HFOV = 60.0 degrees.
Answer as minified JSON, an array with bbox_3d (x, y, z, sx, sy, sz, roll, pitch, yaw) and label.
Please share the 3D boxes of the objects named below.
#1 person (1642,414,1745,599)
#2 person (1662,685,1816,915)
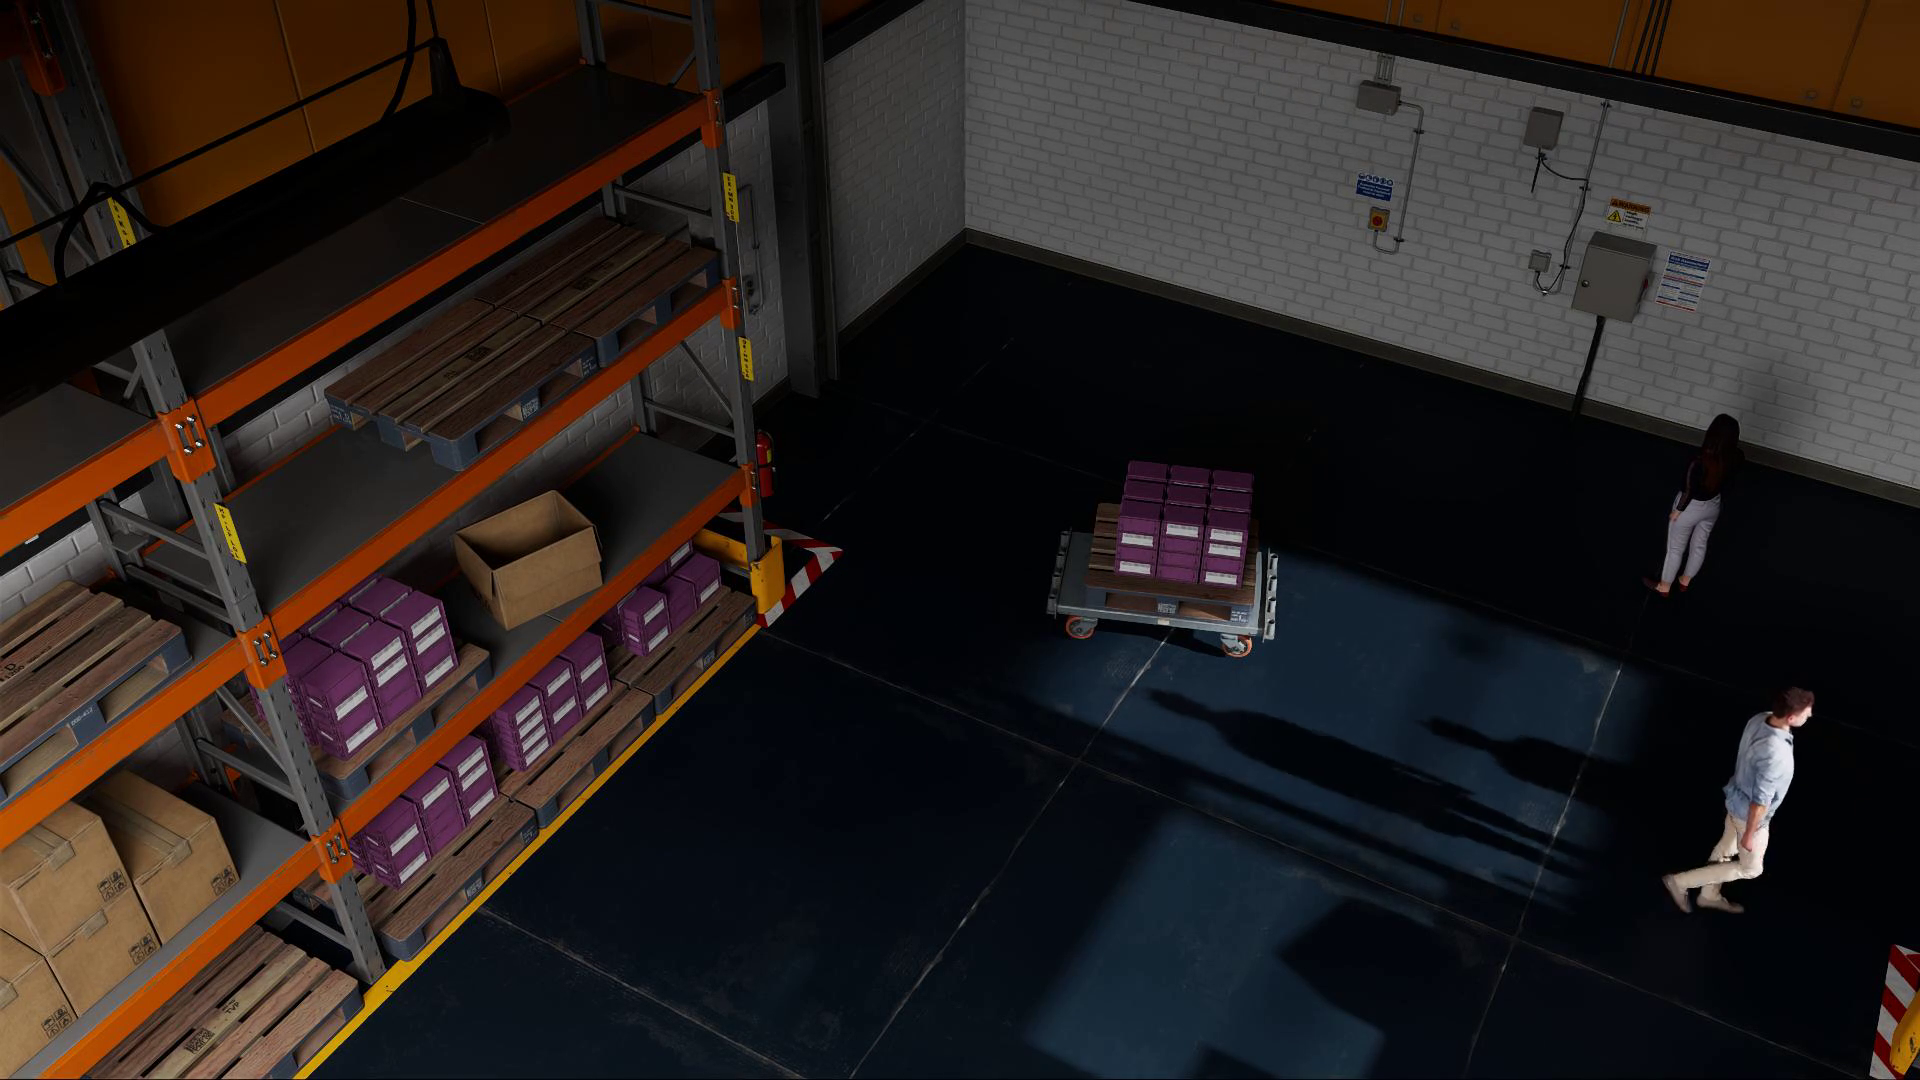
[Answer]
[{"bbox_3d":[5.437,-0.253,12.288,0.670,1.608,0.742,-12,40,-14],"label":"person"},{"bbox_3d":[4.573,1.556,9.837,0.813,1.841,0.782,11,40,14],"label":"person"}]
